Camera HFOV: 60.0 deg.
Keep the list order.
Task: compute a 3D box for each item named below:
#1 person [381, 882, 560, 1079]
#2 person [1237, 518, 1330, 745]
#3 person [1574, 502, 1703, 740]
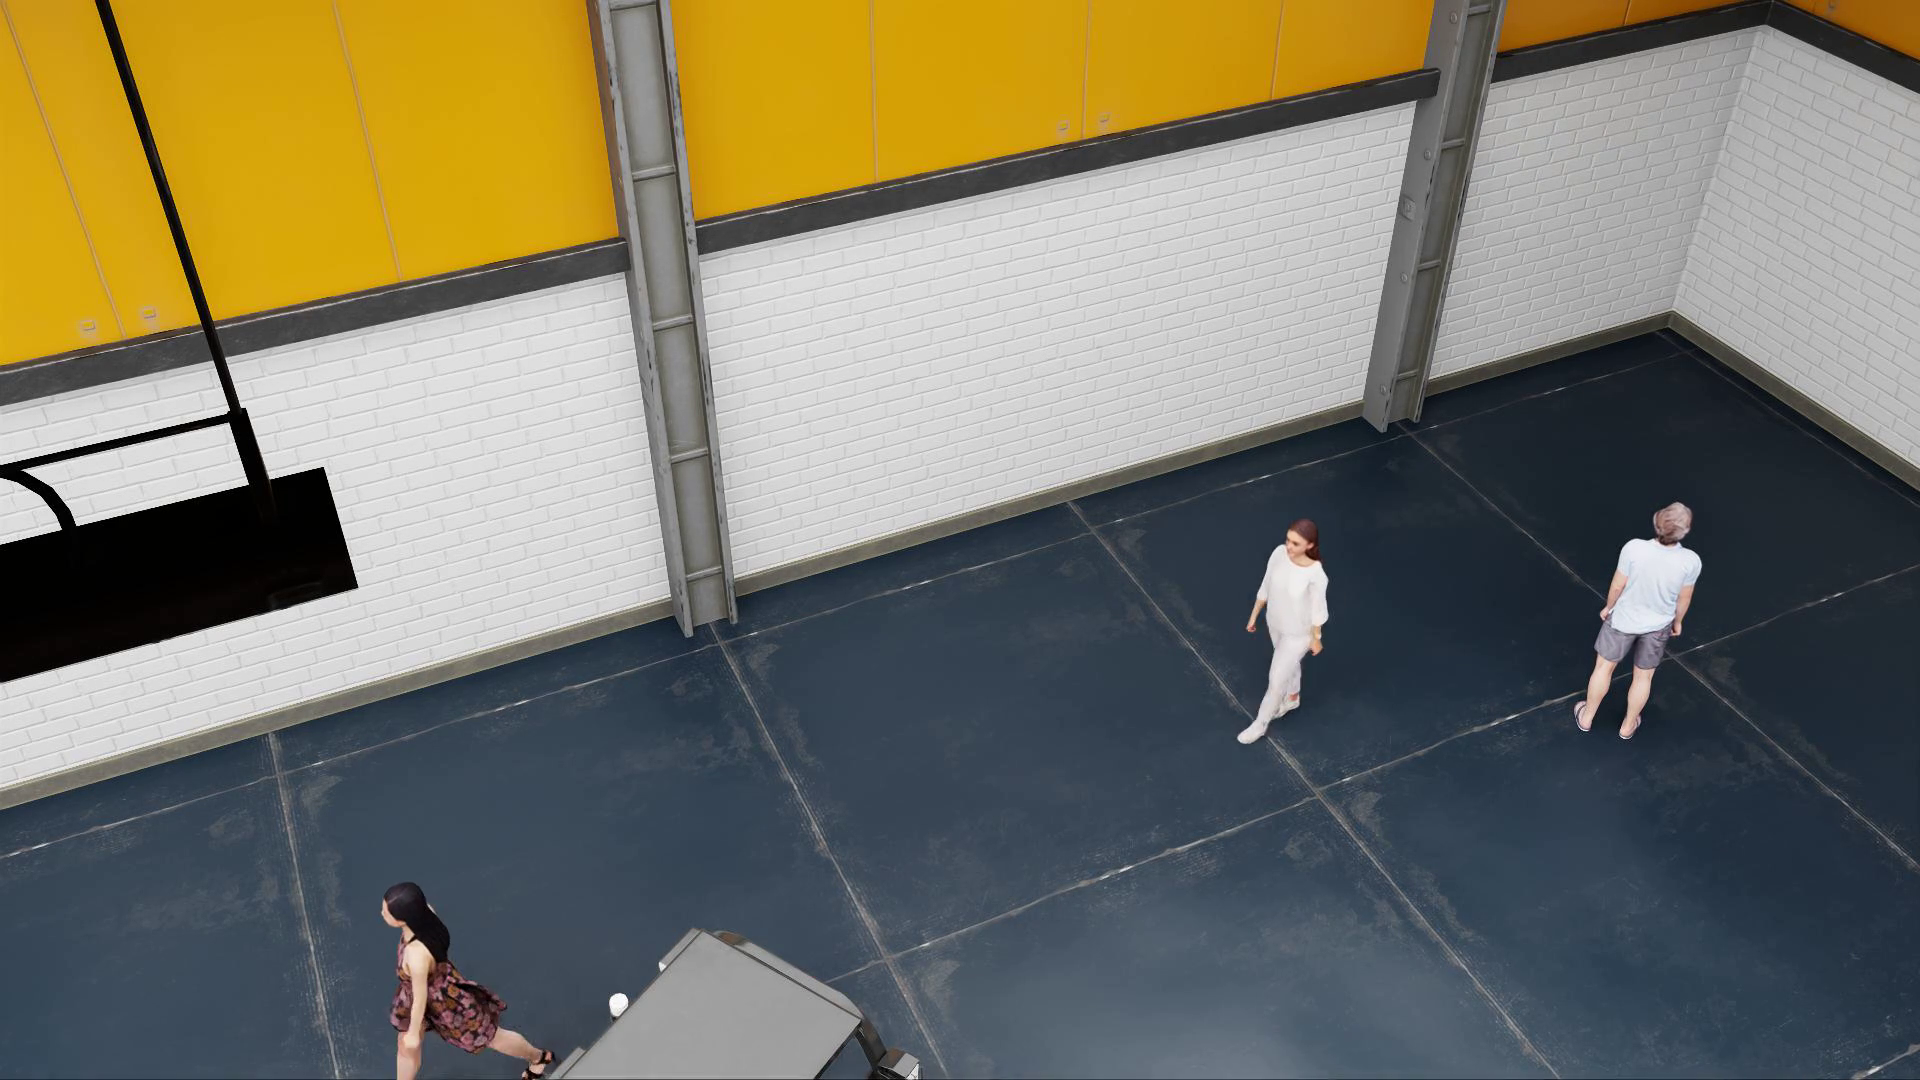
[{"bbox_3d":[-2.510,2.332,8.364,1.187,1.719,0.659,-12,40,-14],"label":"person"},{"bbox_3d":[2.181,0.509,10.686,0.915,1.670,0.724,-24,45,-27],"label":"person"},{"bbox_3d":[4.308,0.521,10.541,0.725,1.832,0.784,13,40,16],"label":"person"}]
